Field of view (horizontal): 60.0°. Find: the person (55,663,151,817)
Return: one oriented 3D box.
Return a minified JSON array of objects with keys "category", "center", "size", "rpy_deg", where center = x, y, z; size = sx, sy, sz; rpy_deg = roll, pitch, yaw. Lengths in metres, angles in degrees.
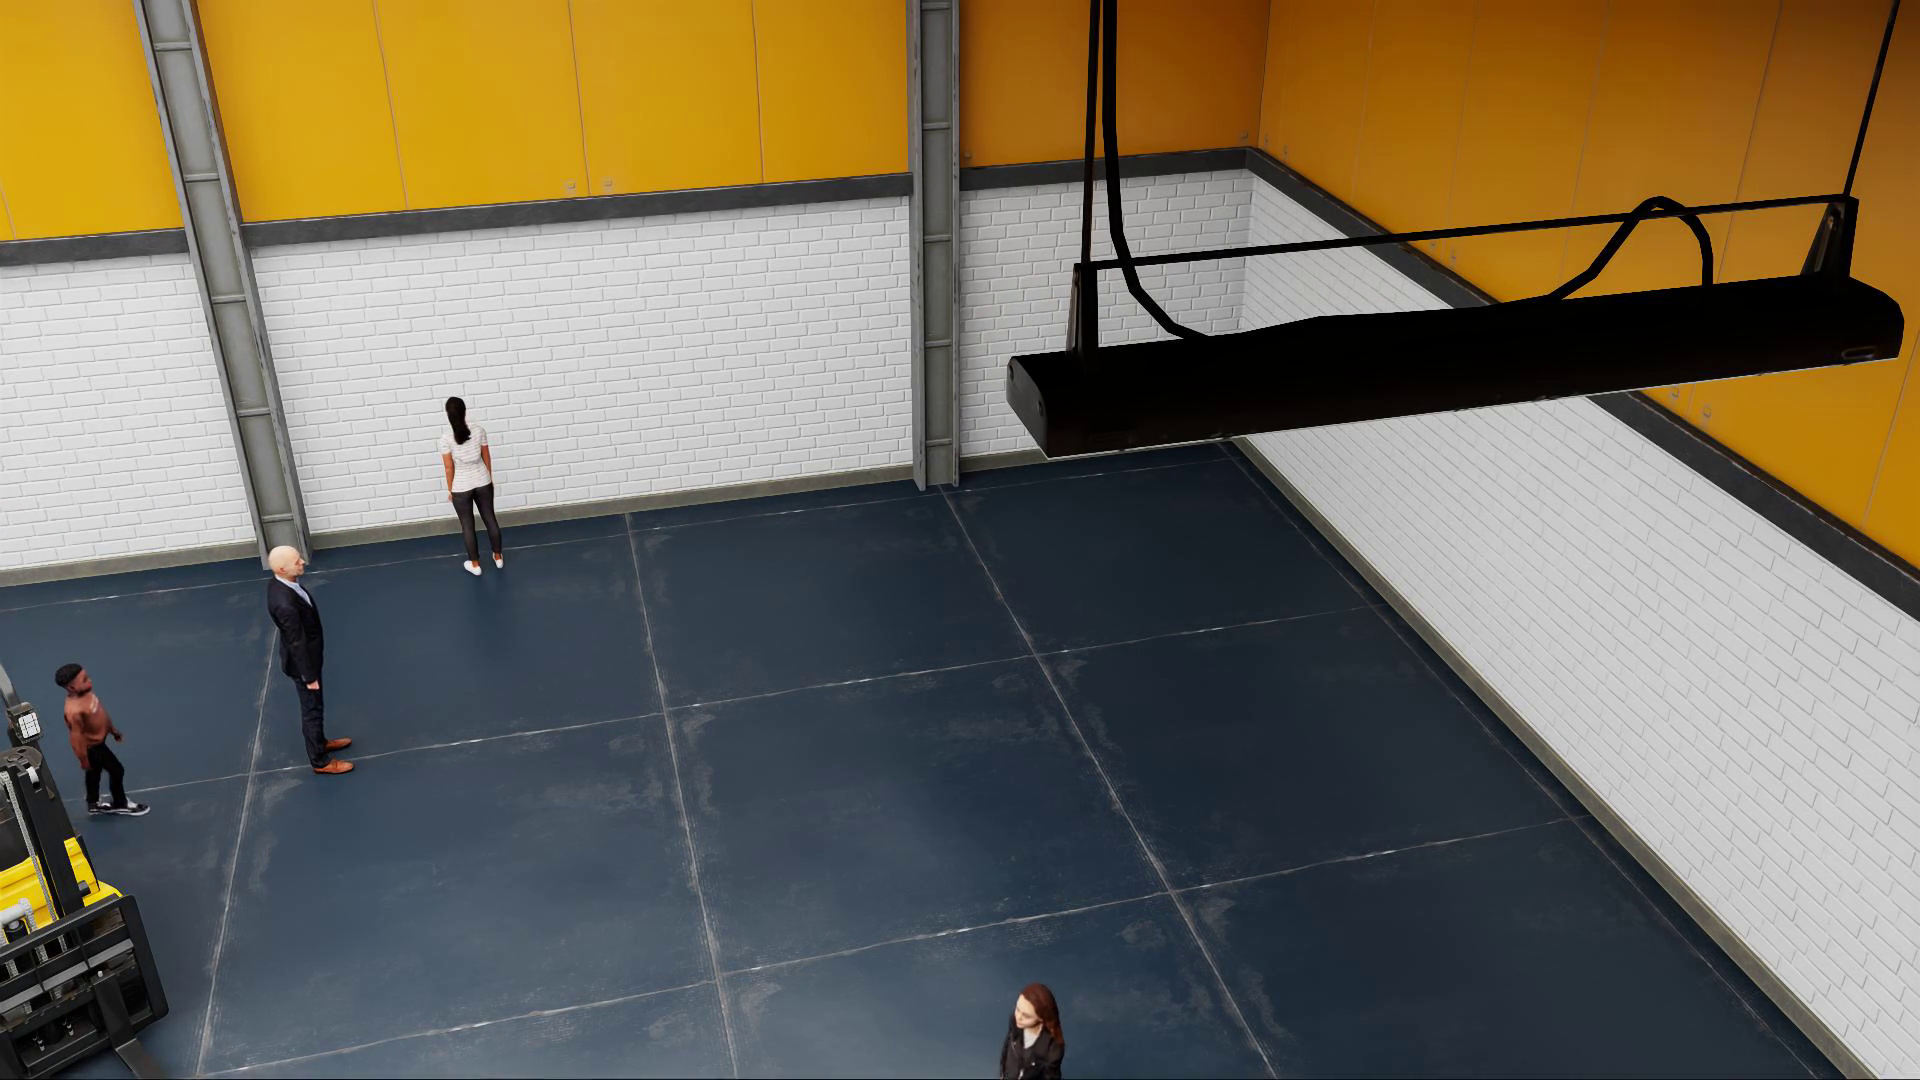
[{"category":"person","center":[-6.018,1.390,11.393],"size":[0.624,1.239,0.516],"rpy_deg":[-8,30,-15]}]

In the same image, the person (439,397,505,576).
[{"category":"person","center":[-4.227,-0.473,14.386],"size":[0.554,1.642,0.687],"rpy_deg":[-17,33,-29]}]

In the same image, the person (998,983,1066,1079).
[{"category":"person","center":[0.405,2.816,8.539],"size":[0.919,1.468,0.704],"rpy_deg":[-17,33,-28]}]

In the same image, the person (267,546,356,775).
[{"category":"person","center":[-4.669,0.834,11.828],"size":[0.609,1.799,0.718],"rpy_deg":[-11,31,-19]}]
